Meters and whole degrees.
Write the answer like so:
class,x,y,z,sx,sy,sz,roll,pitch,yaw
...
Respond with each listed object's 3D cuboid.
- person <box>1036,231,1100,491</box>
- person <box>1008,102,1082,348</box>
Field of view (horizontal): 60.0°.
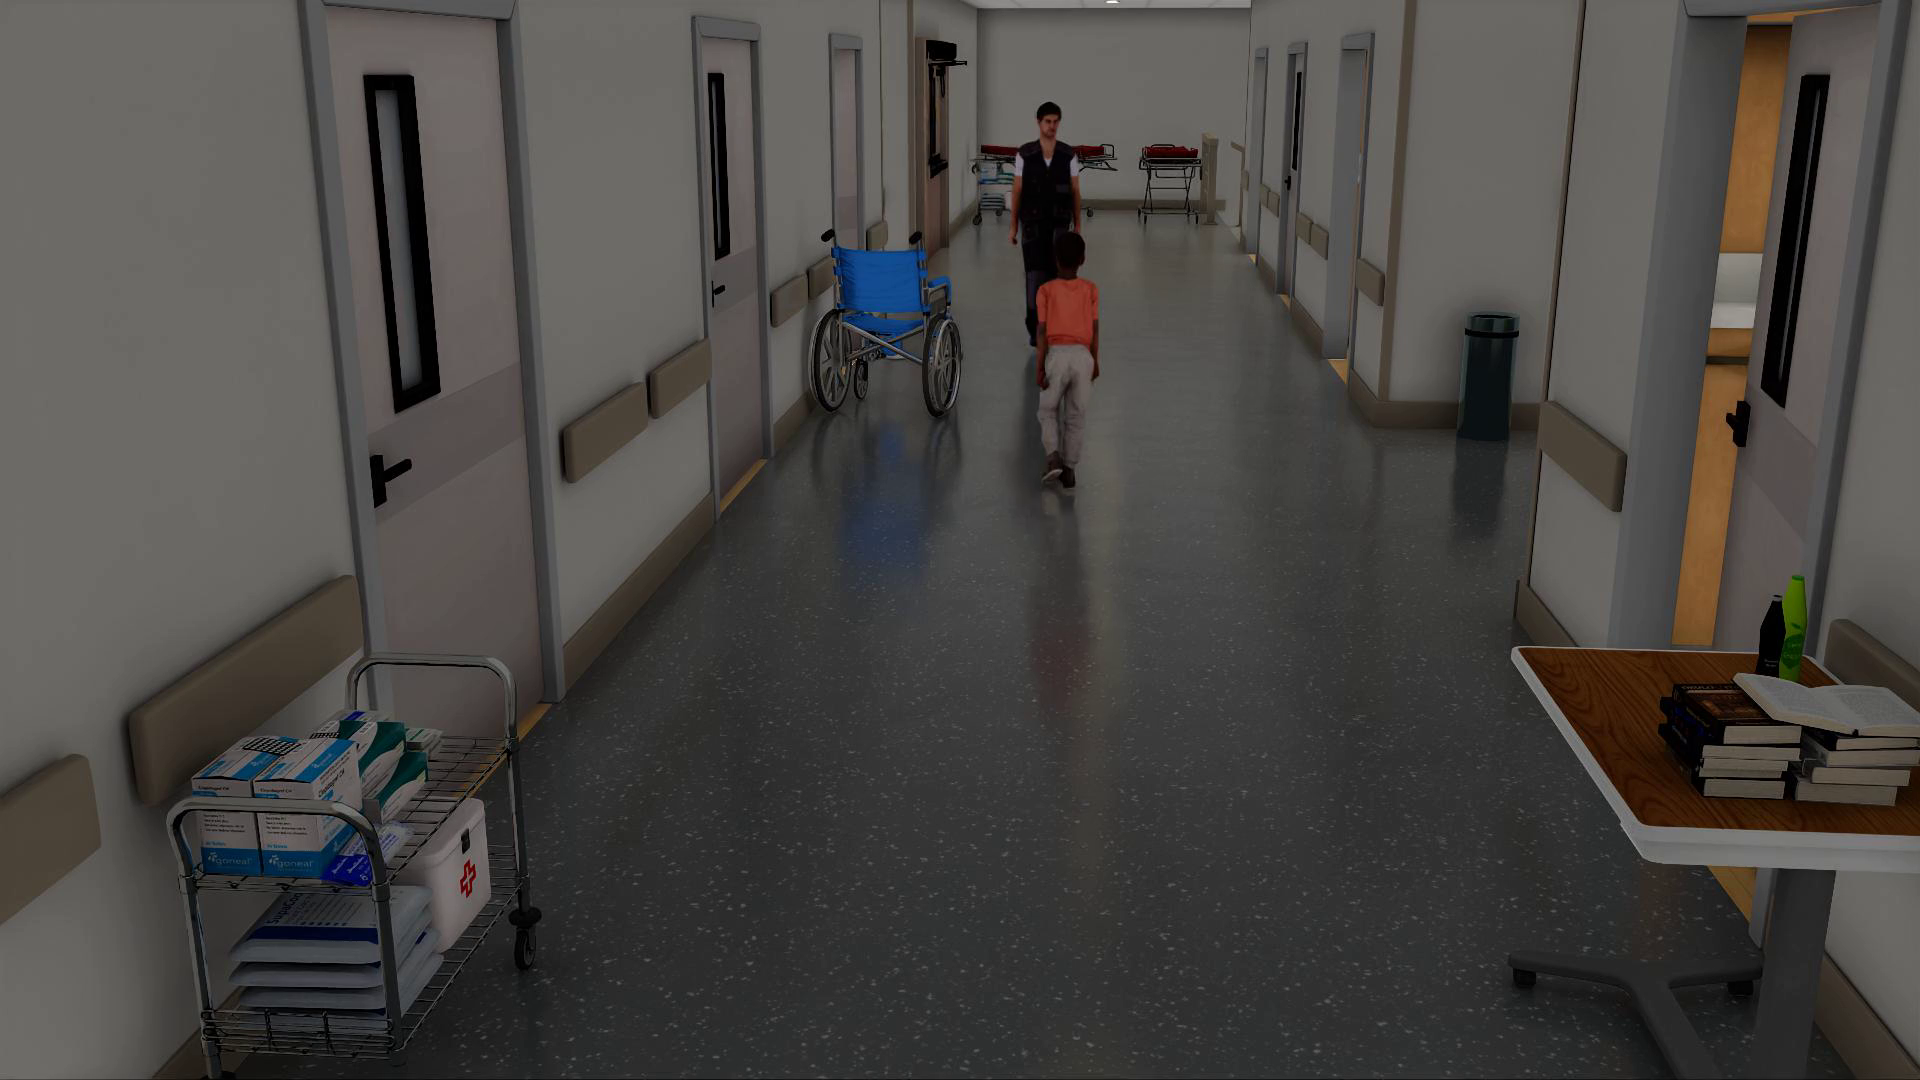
class,x,y,z,sx,sy,sz,roll,pitch,yaw
person,0.546,-0.884,8.359,0.501,1.302,0.540,0,16,-1
person,0.649,-2.423,12.845,0.781,1.830,0.842,-2,16,-6
